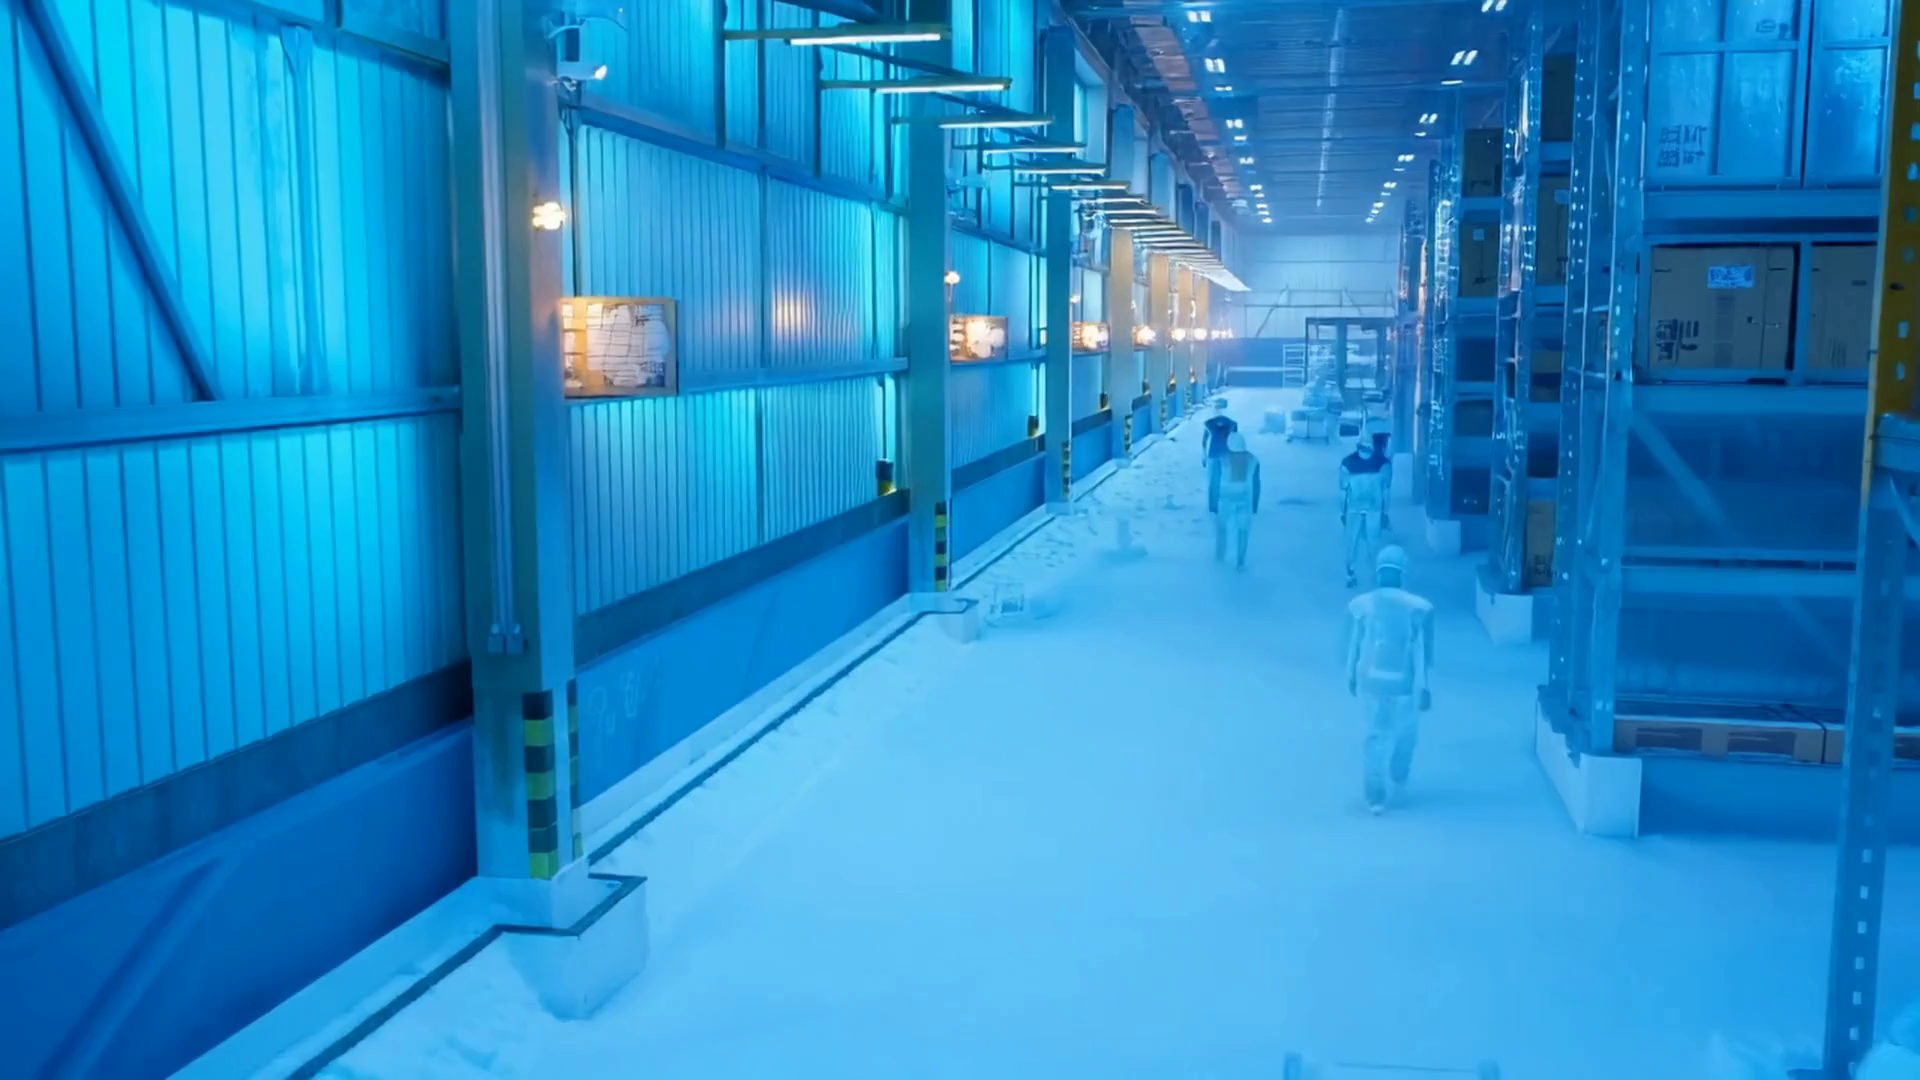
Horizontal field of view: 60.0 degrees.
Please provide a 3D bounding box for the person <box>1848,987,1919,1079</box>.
[{"bbox_3d":[1.954,1.806,3.577,0.558,1.703,0.597,-1,7,-10],"label":"person"}]

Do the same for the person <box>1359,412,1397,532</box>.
[{"bbox_3d":[6.358,-1.002,25.336,0.576,1.893,0.432,4,8,28],"label":"person"}]

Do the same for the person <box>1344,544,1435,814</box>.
[{"bbox_3d":[2.788,0.890,10.778,0.594,1.733,0.485,3,8,25],"label":"person"}]

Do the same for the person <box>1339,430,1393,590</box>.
[{"bbox_3d":[4.886,-0.359,20.068,0.624,1.932,0.377,3,8,24],"label":"person"}]

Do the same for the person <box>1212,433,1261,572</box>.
[{"bbox_3d":[3.601,-0.504,21.747,0.655,1.786,0.973,0,7,-1],"label":"person"}]

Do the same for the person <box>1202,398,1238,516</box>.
[{"bbox_3d":[4.396,-1.398,28.099,0.625,1.990,0.395,1,7,8],"label":"person"}]
